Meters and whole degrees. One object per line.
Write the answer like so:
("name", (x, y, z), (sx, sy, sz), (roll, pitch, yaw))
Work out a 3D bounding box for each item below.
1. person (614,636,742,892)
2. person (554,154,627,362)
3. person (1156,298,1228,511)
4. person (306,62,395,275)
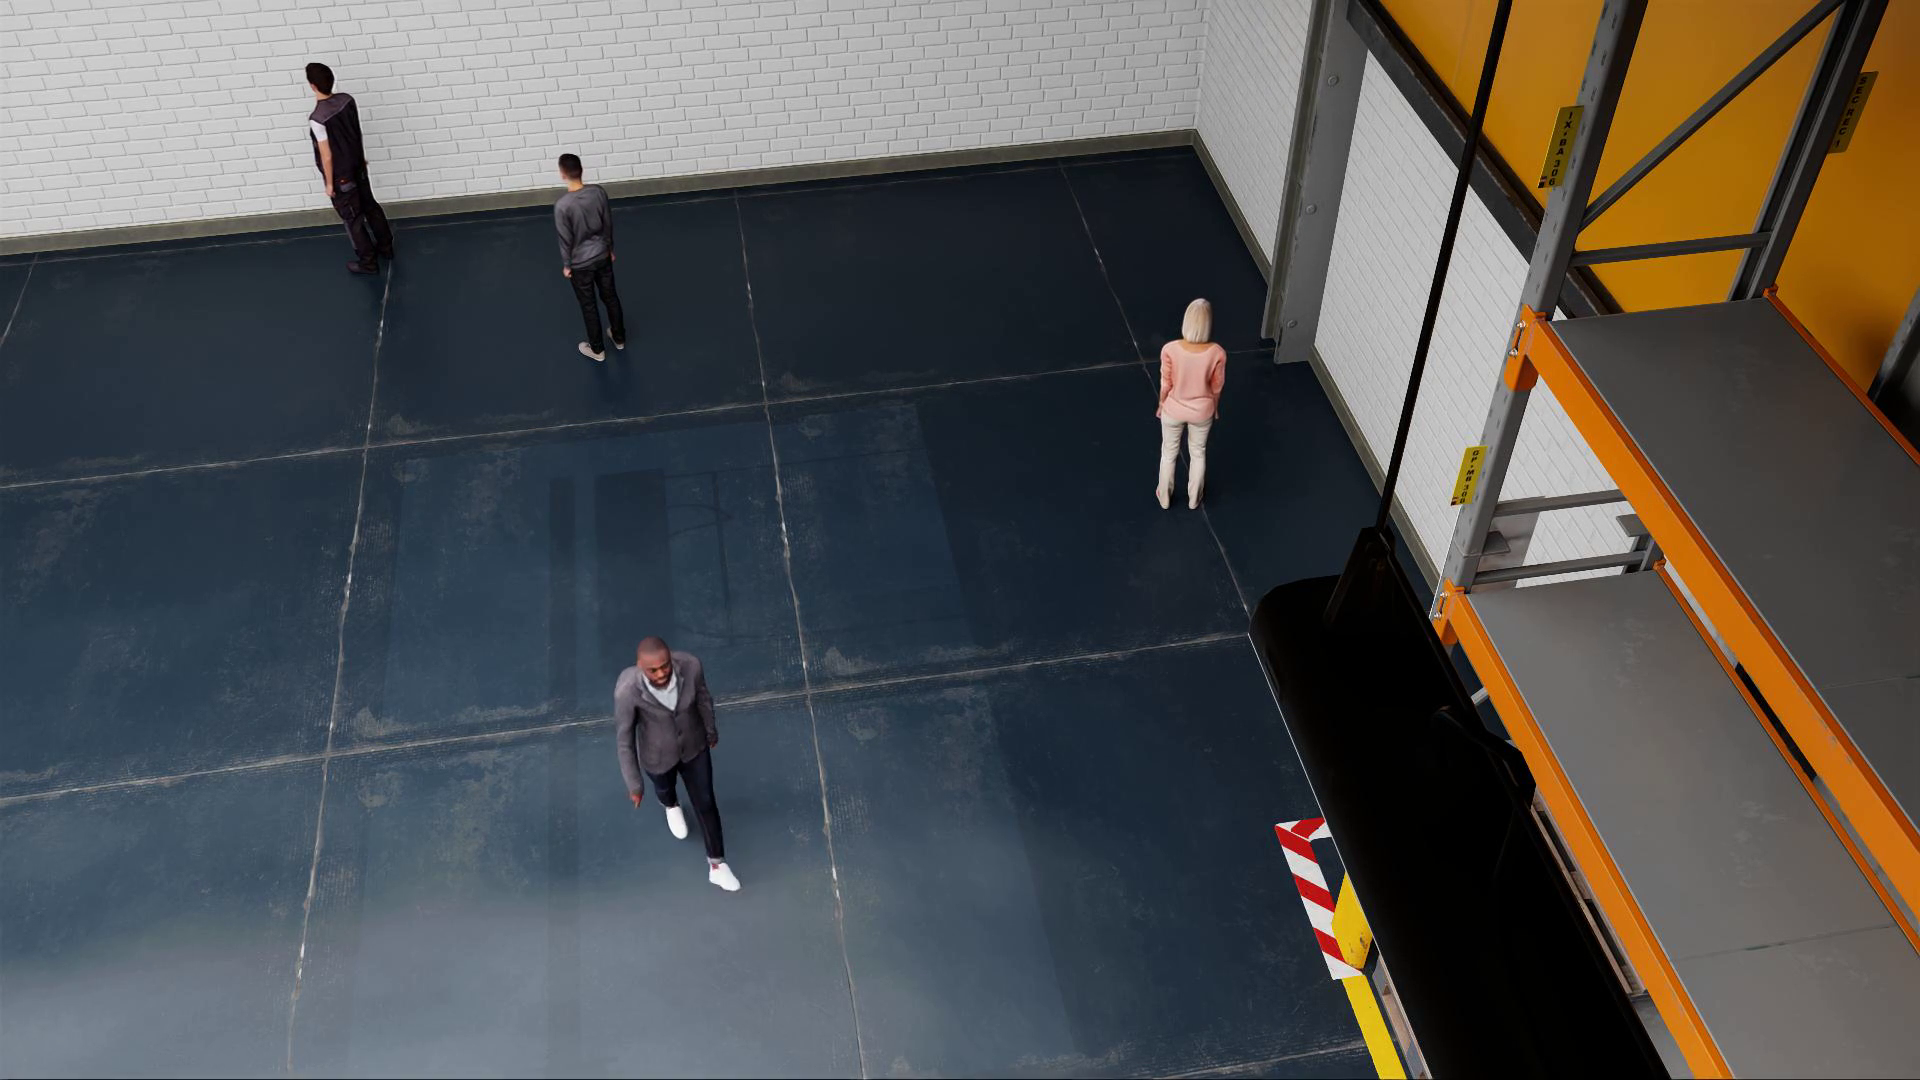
("person", (-1.634, 1.117, 9.281), (0.948, 1.770, 1.198), (-19, 47, -19))
("person", (-2.841, -2.168, 12.731), (0.702, 1.766, 0.717), (-32, 52, -29))
("person", (1.568, -0.920, 11.452), (0.651, 1.725, 0.597), (2, 44, 3))
("person", (-5.011, -3.032, 13.579), (0.816, 1.848, 0.701), (15, 46, 15))
